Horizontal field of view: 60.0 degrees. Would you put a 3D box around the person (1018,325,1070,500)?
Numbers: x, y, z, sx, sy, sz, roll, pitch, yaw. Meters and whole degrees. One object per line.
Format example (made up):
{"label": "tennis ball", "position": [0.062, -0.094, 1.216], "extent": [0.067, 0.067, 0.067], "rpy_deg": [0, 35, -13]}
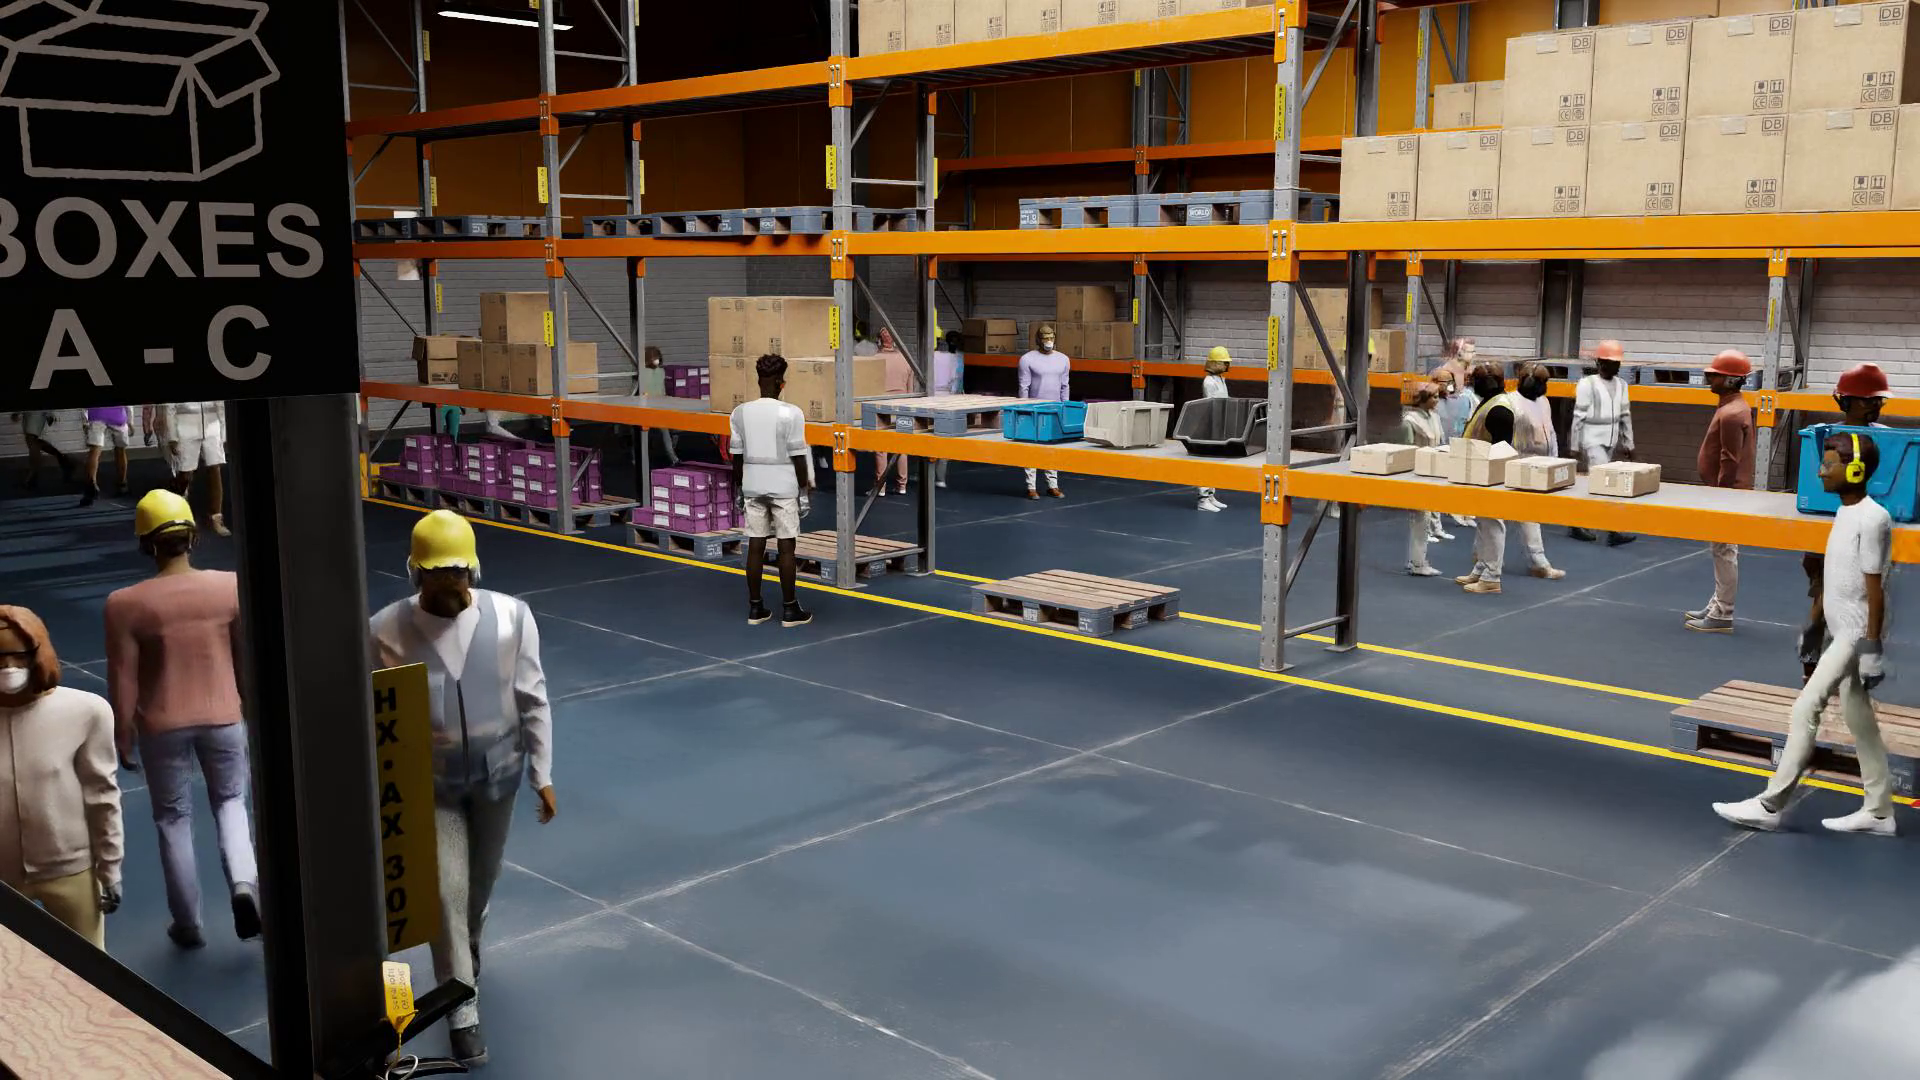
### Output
{"label": "person", "position": [0.944, -1.415, 18.503], "extent": [0.630, 1.940, 0.372], "rpy_deg": [-4, 10, -24]}

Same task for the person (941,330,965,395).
{"label": "person", "position": [-0.122, -2.107, 23.470], "extent": [0.320, 1.698, 0.537], "rpy_deg": [8, 12, 40]}

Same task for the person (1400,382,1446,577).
{"label": "person", "position": [3.936, -0.498, 13.867], "extent": [0.552, 1.621, 0.527], "rpy_deg": [9, 13, 42]}

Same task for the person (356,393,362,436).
{"label": "person", "position": [-6.759, -1.299, 18.044], "extent": [0.733, 1.859, 0.613], "rpy_deg": [9, 13, 43]}

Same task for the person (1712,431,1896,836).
{"label": "person", "position": [3.858, 0.432, 7.496], "extent": [0.881, 1.834, 0.550], "rpy_deg": [3, 10, 19]}

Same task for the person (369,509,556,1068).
{"label": "person", "position": [-1.704, 0.761, 5.634], "extent": [0.588, 1.796, 0.911], "rpy_deg": [-4, 10, -24]}

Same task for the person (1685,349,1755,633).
{"label": "person", "position": [5.389, -0.344, 11.755], "extent": [0.374, 1.997, 0.613], "rpy_deg": [4, 10, 25]}

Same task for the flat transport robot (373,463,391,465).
{"label": "flat transport robot", "position": [-7.247, -0.744, 19.484], "extent": [1.431, 0.197, 0.652], "rpy_deg": [-8, 12, -41]}

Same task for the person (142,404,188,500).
{"label": "person", "position": [-8.402, -1.128, 17.714], "extent": [0.554, 1.599, 0.747], "rpy_deg": [-3, 10, -18]}

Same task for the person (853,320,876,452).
{"label": "person", "position": [-1.354, -2.132, 23.174], "extent": [0.383, 1.847, 0.505], "rpy_deg": [7, 11, 35]}

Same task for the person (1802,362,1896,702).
{"label": "person", "position": [5.103, 0.003, 9.535], "extent": [0.607, 2.039, 0.397], "rpy_deg": [-3, 10, -16]}

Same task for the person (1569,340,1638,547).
{"label": "person", "position": [6.020, -0.884, 15.361], "extent": [0.574, 1.896, 0.930], "rpy_deg": [-4, 10, -25]}

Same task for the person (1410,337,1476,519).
{"label": "person", "position": [5.001, -1.168, 17.223], "extent": [0.840, 1.876, 0.646], "rpy_deg": [6, 11, 34]}

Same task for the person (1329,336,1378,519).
{"label": "person", "position": [4.017, -1.143, 16.939], "extent": [0.463, 1.902, 0.654], "rpy_deg": [6, 11, 33]}

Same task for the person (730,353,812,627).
{"label": "person", "position": [-1.347, -0.354, 11.924], "extent": [0.603, 1.962, 0.367], "rpy_deg": [4, 10, 21]}

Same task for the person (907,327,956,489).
{"label": "person", "position": [-0.361, -1.572, 19.588], "extent": [0.597, 1.888, 0.857], "rpy_deg": [-4, 10, -24]}

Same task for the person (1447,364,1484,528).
{"label": "person", "position": [5.043, -0.917, 16.371], "extent": [0.371, 1.626, 0.536], "rpy_deg": [6, 11, 33]}

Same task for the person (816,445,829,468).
{"label": "person", "position": [-1.638, -1.796, 21.103], "extent": [0.623, 1.869, 1.007], "rpy_deg": [-3, 10, -20]}

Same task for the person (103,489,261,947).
{"label": "person", "position": [-2.857, 0.686, 6.186], "extent": [0.541, 1.748, 0.502], "rpy_deg": [-7, 11, -35]}

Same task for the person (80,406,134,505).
{"label": "person", "position": [-9.412, -1.339, 18.304], "extent": [0.568, 1.872, 1.066], "rpy_deg": [-3, 10, -16]}

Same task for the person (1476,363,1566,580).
{"label": "person", "position": [4.730, -0.599, 14.011], "extent": [0.606, 1.789, 0.953], "rpy_deg": [-8, 12, -41]}

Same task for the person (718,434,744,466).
{"label": "person", "position": [-2.940, -1.806, 21.448], "extent": [0.327, 1.761, 0.522], "rpy_deg": [3, 10, 18]}

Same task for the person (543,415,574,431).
{"label": "person", "position": [-6.386, -2.651, 26.177], "extent": [0.643, 1.908, 0.411], "rpy_deg": [9, 13, 42]}

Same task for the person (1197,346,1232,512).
{"label": "person", "position": [2.715, -1.180, 17.656], "extent": [0.324, 1.743, 0.490], "rpy_deg": [4, 10, 24]}

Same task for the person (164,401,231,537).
{"label": "person", "position": [-7.366, -1.048, 16.020], "extent": [0.610, 2.015, 0.865], "rpy_deg": [-9, 13, -43]}

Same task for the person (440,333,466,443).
{"label": "person", "position": [-6.333, -1.664, 20.555], "extent": [0.330, 1.768, 0.526], "rpy_deg": [6, 11, 35]}

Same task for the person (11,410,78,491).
{"label": "person", "position": [-10.779, -1.561, 19.471], "extent": [0.555, 1.916, 0.828], "rpy_deg": [5, 11, 29]}

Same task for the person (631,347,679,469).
{"label": "person", "position": [-3.907, -1.667, 21.144], "extent": [0.903, 1.578, 0.486], "rpy_deg": [8, 12, 41]}

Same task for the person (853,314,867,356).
{"label": "person", "position": [-1.651, -2.552, 25.685], "extent": [0.534, 1.868, 0.309], "rpy_deg": [2, 10, 13]}

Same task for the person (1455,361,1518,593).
{"label": "person", "position": [4.169, -0.495, 13.179], "extent": [0.429, 1.838, 0.621], "rpy_deg": [1, 9, 9]}

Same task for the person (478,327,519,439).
{"label": "person", "position": [-5.850, -1.816, 21.184], "extent": [0.723, 1.864, 0.593], "rpy_deg": [1, 9, 8]}

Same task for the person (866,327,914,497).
{"label": "person", "position": [-0.829, -1.434, 18.714], "extent": [0.651, 1.907, 0.409], "rpy_deg": [-6, 11, -34]}

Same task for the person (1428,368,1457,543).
{"label": "person", "position": [4.503, -0.798, 15.649], "extent": [0.285, 1.633, 0.498], "rpy_deg": [9, 13, 44]}

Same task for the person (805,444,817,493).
{"label": "person", "position": [-1.945, -1.440, 19.131], "extent": [0.630, 1.797, 0.989], "rpy_deg": [-5, 11, -28]}

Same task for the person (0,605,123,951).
{"label": "person", "position": [-2.676, 0.979, 4.786], "extent": [0.493, 1.627, 0.284], "rpy_deg": [-5, 10, -26]}
